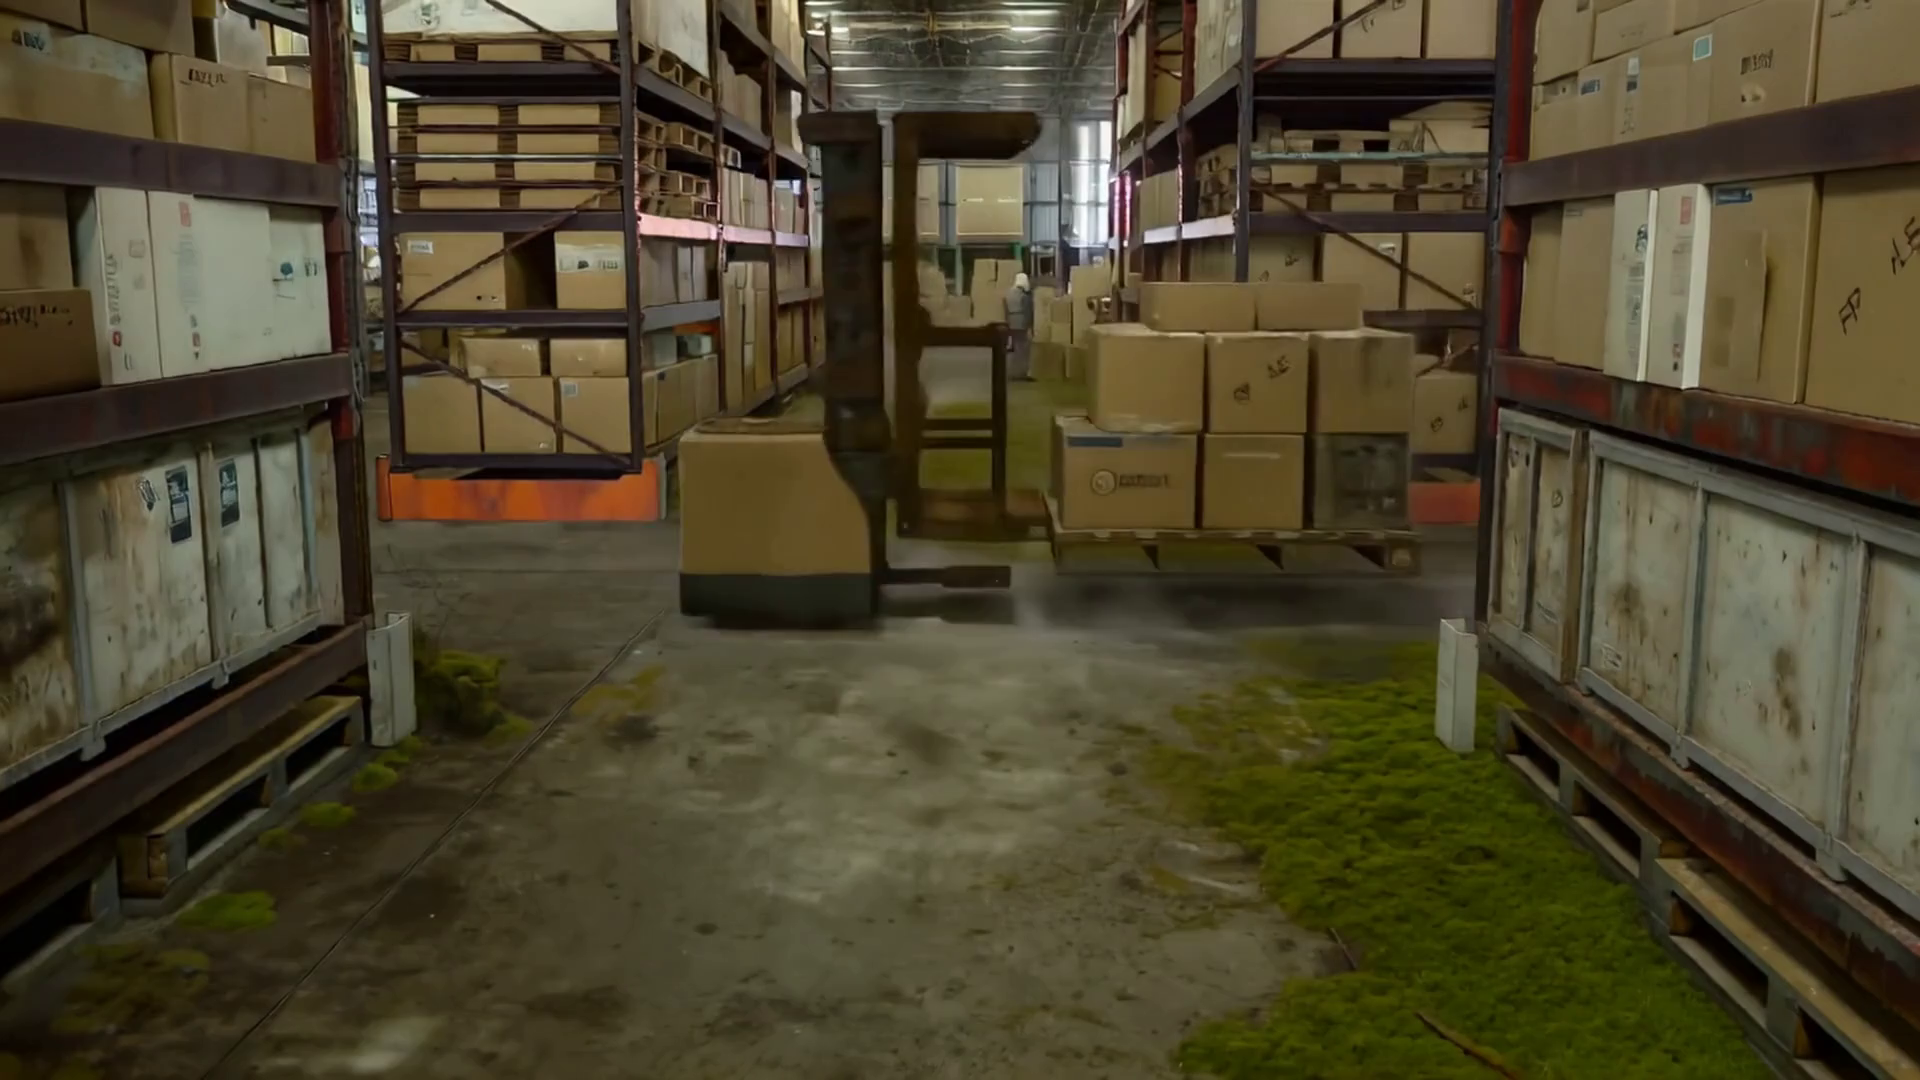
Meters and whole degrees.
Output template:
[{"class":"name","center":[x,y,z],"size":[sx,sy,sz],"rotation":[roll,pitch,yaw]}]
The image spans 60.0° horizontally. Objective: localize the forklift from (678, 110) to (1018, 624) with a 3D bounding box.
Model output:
[{"class":"forklift","center":[-0.624,-0.987,9.475],"size":[1.873,2.768,1.129],"rotation":[0,9,0]}]

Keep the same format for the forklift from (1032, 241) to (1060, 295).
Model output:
[{"class":"forklift","center":[3.181,-9.726,61.818],"size":[1.129,2.768,1.873],"rotation":[0,9,1]}]

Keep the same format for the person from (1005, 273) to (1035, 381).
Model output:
[{"class":"person","center":[1.046,-3.643,28.534],"size":[0.428,1.839,0.637],"rotation":[-8,12,-39]}]
